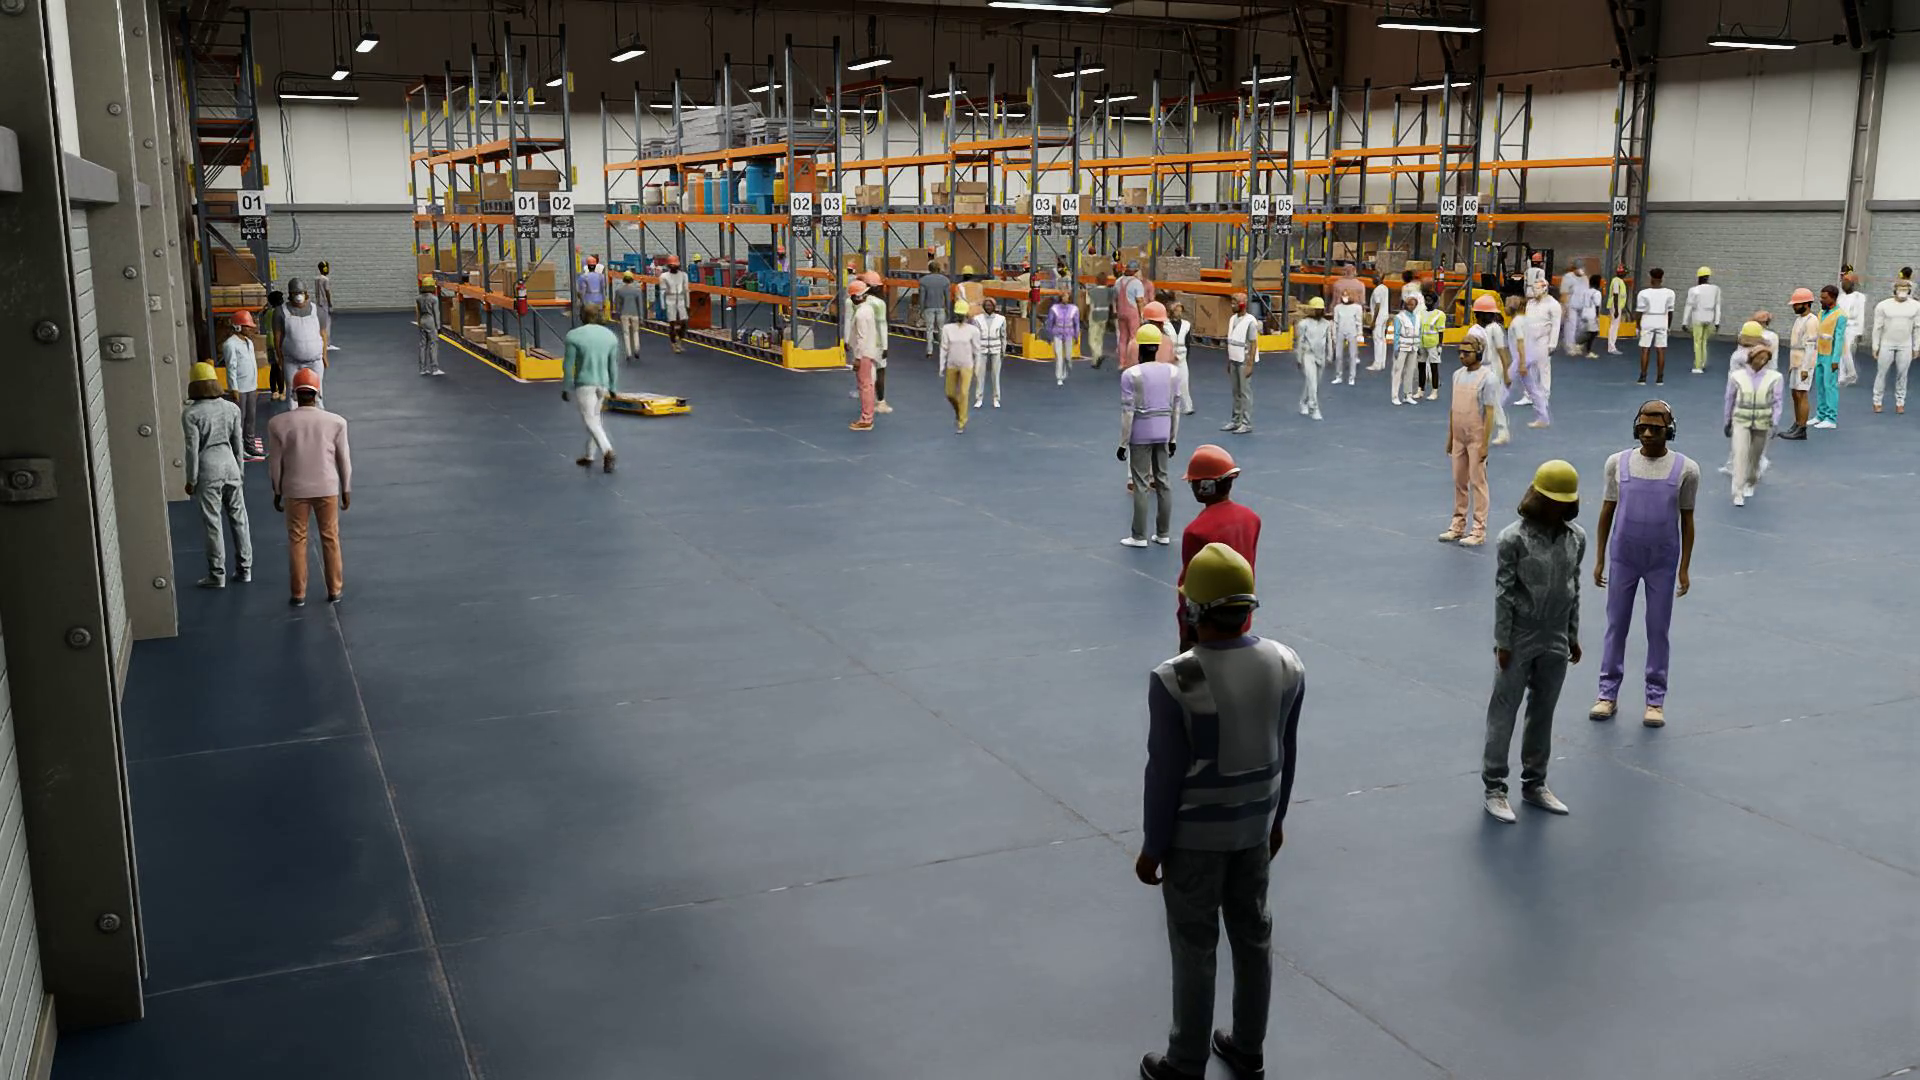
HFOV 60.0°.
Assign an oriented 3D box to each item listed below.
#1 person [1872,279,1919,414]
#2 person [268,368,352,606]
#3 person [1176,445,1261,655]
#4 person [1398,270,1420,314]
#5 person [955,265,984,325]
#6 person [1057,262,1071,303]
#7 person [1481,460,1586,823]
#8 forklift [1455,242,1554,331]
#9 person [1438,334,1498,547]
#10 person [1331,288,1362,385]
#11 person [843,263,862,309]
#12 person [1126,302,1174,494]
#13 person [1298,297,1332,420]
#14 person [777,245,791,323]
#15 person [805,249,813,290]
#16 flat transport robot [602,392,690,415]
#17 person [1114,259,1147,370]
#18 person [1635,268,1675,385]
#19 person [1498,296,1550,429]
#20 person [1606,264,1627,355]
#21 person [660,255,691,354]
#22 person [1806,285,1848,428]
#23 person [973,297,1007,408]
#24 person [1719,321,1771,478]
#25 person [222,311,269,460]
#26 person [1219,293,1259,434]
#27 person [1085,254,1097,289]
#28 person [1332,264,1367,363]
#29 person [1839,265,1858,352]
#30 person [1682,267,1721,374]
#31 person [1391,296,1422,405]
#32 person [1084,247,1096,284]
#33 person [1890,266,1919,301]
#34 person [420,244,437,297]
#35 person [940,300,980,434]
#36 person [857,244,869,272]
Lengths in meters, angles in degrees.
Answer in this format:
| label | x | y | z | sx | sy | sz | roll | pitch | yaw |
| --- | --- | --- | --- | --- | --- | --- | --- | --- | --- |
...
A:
| label | x | y | z | sx | sy | sz | roll | pitch | yaw |
| --- | --- | --- | --- | --- | --- | --- | --- | --- | --- |
| person | 13.496 | -2.786 | 23.977 | 0.631 | 1.931 | 0.364 | 4 | 12 | 21 |
| person | -4.786 | -0.390 | 12.274 | 0.569 | 1.747 | 0.344 | -5 | 12 | -26 |
| person | 1.252 | 0.393 | 8.300 | 0.569 | 1.743 | 0.350 | -11 | 15 | -44 |
| person | 9.601 | -4.905 | 35.418 | 0.624 | 1.670 | 0.317 | -7 | 13 | -33 |
| person | 0.214 | -4.327 | 31.946 | 0.605 | 1.885 | 0.872 | -4 | 12 | -19 |
| person | 2.193 | -4.945 | 35.142 | 0.327 | 1.860 | 0.501 | -5 | 12 | -25 |
| person | 2.754 | 0.475 | 7.901 | 0.484 | 1.734 | 0.320 | -4 | 12 | -18 |
| forklift | 13.047 | -6.049 | 39.881 | 2.313 | 2.155 | 1.214 | -5 | 12 | -23 |
| person | 4.430 | -0.867 | 14.457 | 0.339 | 1.839 | 0.504 | -5 | 12 | -25 |
| person | 6.516 | -3.422 | 27.990 | 0.502 | 1.625 | 0.297 | 7 | 13 | 30 |
| person | -2.459 | -5.458 | 38.013 | 0.562 | 1.746 | 0.339 | 2 | 11 | 11 |
| person | 1.965 | -1.445 | 17.041 | 0.617 | 1.982 | 0.405 | -8 | 14 | -36 |
| person | 4.986 | -2.587 | 23.515 | 0.493 | 1.717 | 0.805 | -3 | 11 | -14 |
| person | -4.704 | -6.739 | 43.775 | 0.608 | 2.044 | 0.371 | -7 | 13 | -32 |
| person | -4.665 | -8.186 | 51.895 | 0.350 | 1.743 | 0.563 | 0 | 11 | 2 |
| flat transport robot | -4.626 | -1.994 | 24.176 | 1.431 | 0.197 | 0.652 | 11 | 15 | 43 |
| person | 3.160 | -4.108 | 30.411 | 0.536 | 2.000 | 0.676 | -8 | 14 | -36 |
| person | 11.660 | -3.583 | 27.949 | 0.608 | 1.963 | 0.366 | 2 | 11 | 9 |
| person | 7.478 | -2.383 | 22.354 | 1.032 | 1.767 | 0.523 | 6 | 13 | 27 |
| person | 13.386 | -4.701 | 33.904 | 0.380 | 1.849 | 0.570 | 5 | 12 | 26 |
| person | -5.799 | -4.806 | 33.986 | 0.649 | 2.025 | 0.565 | -5 | 12 | -25 |
| person | 11.699 | -2.466 | 22.405 | 0.380 | 1.910 | 0.592 | 0 | 11 | 0 |
| person | 0.437 | -2.782 | 24.688 | 0.514 | 1.641 | 0.315 | 1 | 11 | 3 |
| person | 8.585 | -1.520 | 18.075 | 0.493 | 1.714 | 0.752 | -3 | 12 | -17 |
| person | -8.376 | -1.811 | 19.493 | 0.350 | 1.743 | 0.564 | 1 | 11 | 5 |
| person | 3.701 | -2.316 | 21.805 | 0.394 | 1.841 | 0.564 | -4 | 12 | -20 |
| person | 3.580 | -6.752 | 44.545 | 0.524 | 1.770 | 0.315 | -6 | 13 | -28 |
| person | 7.479 | -4.342 | 31.966 | 0.696 | 1.893 | 0.491 | 7 | 13 | 31 |
| person | 17.551 | -4.524 | 32.996 | 0.323 | 1.861 | 0.513 | -1 | 11 | -5 |
| person | 13.345 | -3.968 | 30.023 | 0.617 | 1.907 | 0.602 | -1 | 11 | -3 |
| person | 6.736 | -2.852 | 25.056 | 0.520 | 1.636 | 0.312 | -5 | 12 | -25 |
| person | 3.910 | -7.771 | 49.444 | 0.575 | 1.880 | 0.358 | 8 | 14 | 35 |
| person | 18.317 | -4.403 | 32.414 | 0.563 | 1.836 | 0.439 | 3 | 12 | 16 |
| person | -15.310 | -7.521 | 47.886 | 0.392 | 1.990 | 0.611 | 2 | 11 | 8 |
| person | 0.010 | -2.286 | 21.868 | 0.537 | 1.752 | 0.562 | 3 | 11 | 14 |
| person | -3.033 | -8.275 | 51.896 | 0.455 | 1.915 | 0.606 | -1 | 11 | -4 |
